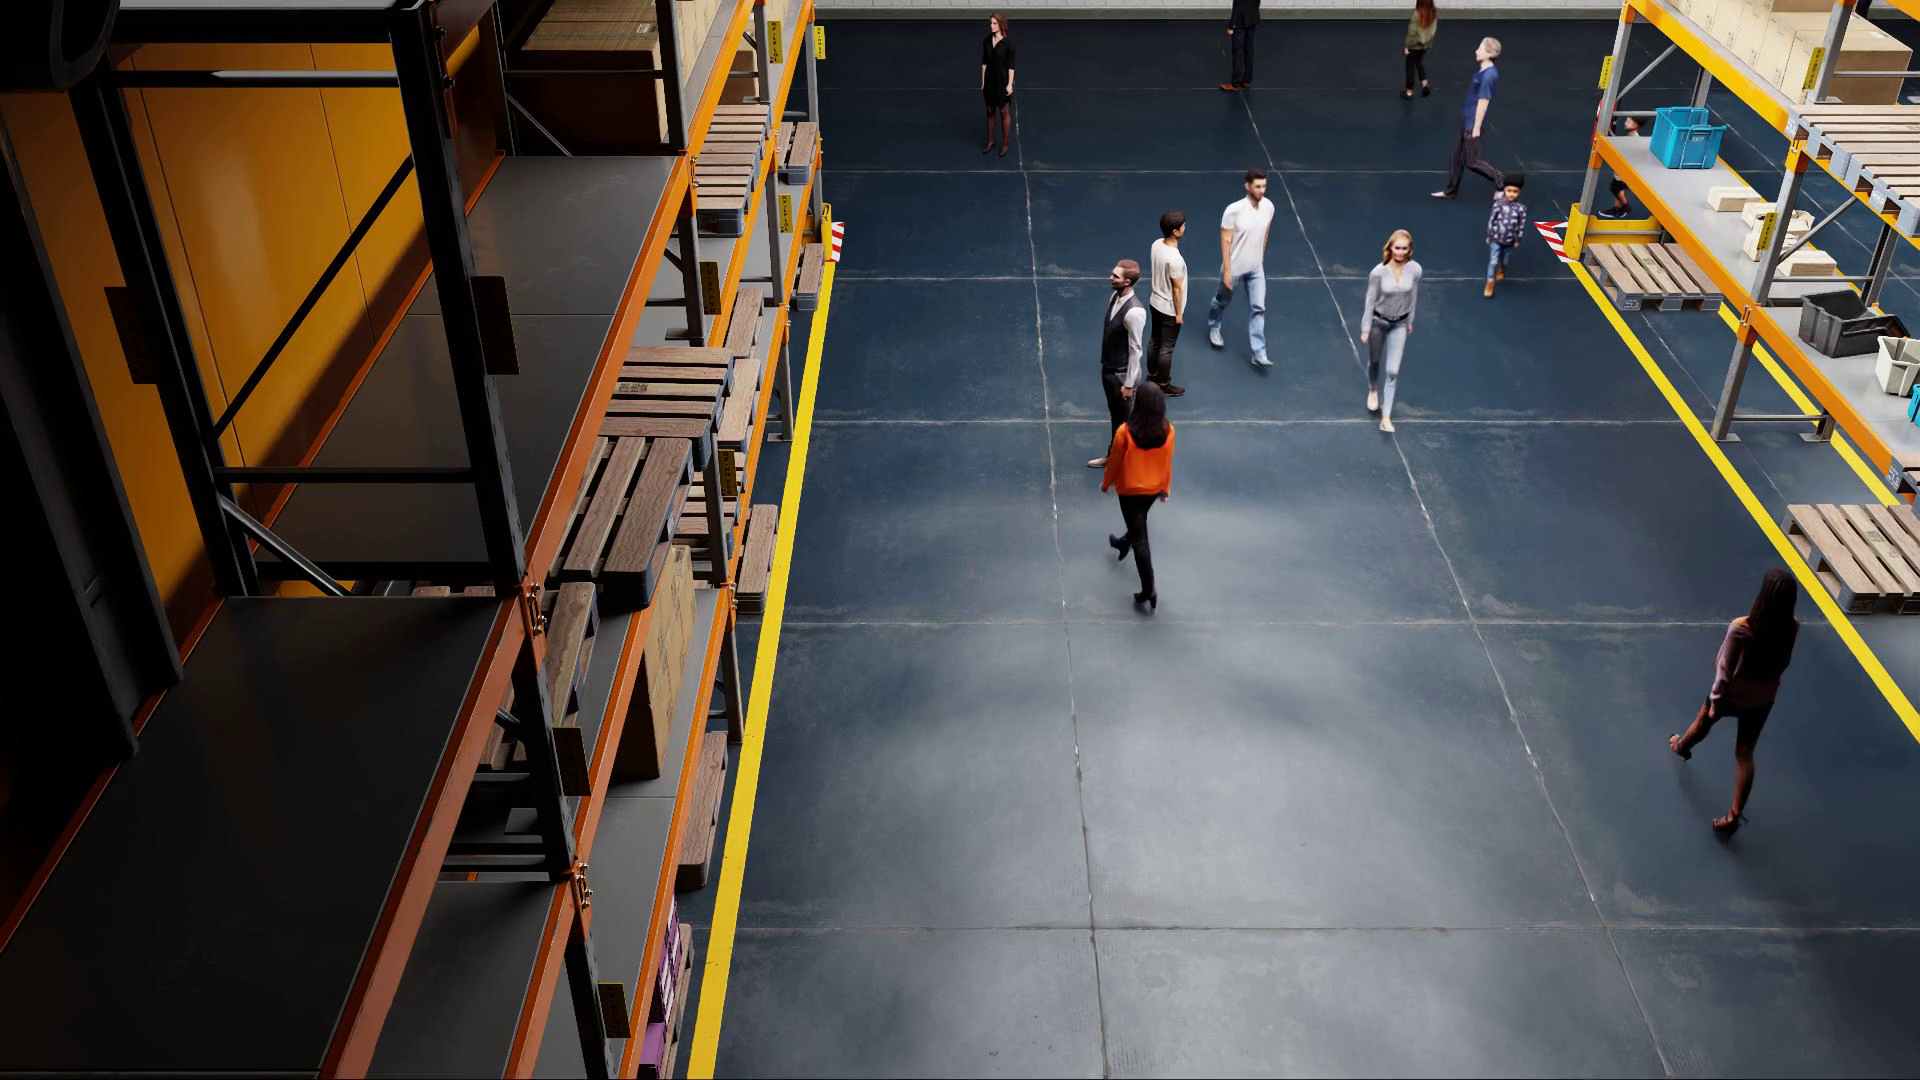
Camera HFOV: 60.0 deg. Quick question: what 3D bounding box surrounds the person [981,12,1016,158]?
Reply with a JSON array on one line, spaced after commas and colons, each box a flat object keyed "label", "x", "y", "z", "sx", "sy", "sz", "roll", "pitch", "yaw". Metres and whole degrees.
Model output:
[{"label": "person", "x": 0.451, "y": -5.412, "z": 19.737, "sx": 0.659, "sy": 1.705, "sz": 0.671, "roll": 20, "pitch": 38, "yaw": 27}]

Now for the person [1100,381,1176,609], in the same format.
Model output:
[{"label": "person", "x": 1.341, "y": -0.297, "z": 12.043, "sx": 0.959, "sy": 1.703, "sz": 1.205, "roll": -15, "pitch": 37, "yaw": -22}]

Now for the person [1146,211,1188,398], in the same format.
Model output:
[{"label": "person", "x": 1.831, "y": -2.111, "z": 14.754, "sx": 0.750, "sy": 1.722, "sz": 0.595, "roll": -11, "pitch": 35, "yaw": -17}]

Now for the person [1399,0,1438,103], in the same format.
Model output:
[{"label": "person", "x": 5.938, "y": -6.345, "z": 21.353, "sx": 0.752, "sy": 1.470, "sz": 0.818, "roll": -17, "pitch": 37, "yaw": -24}]

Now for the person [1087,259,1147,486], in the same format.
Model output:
[{"label": "person", "x": 1.311, "y": -1.374, "z": 13.450, "sx": 0.785, "sy": 1.938, "sz": 0.602, "roll": -9, "pitch": 35, "yaw": -14}]

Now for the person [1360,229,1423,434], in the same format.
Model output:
[{"label": "person", "x": 3.671, "y": -1.867, "z": 14.357, "sx": 0.672, "sy": 1.756, "sz": 1.118, "roll": 2, "pitch": 34, "yaw": 3}]

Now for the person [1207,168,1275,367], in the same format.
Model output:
[{"label": "person", "x": 2.553, "y": -2.547, "z": 15.329, "sx": 0.906, "sy": 1.813, "sz": 1.261, "roll": -9, "pitch": 35, "yaw": -13}]

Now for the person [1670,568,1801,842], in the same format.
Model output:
[{"label": "person", "x": 4.749, "y": 1.036, "z": 9.985, "sx": 0.659, "sy": 1.761, "sz": 1.103, "roll": -2, "pitch": 34, "yaw": -3}]

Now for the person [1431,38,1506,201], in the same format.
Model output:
[{"label": "person", "x": 5.779, "y": -4.602, "z": 18.390, "sx": 0.851, "sy": 1.846, "sz": 1.042, "roll": 6, "pitch": 34, "yaw": 9}]

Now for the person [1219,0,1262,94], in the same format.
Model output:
[{"label": "person", "x": 3.712, "y": -6.775, "z": 21.701, "sx": 0.769, "sy": 1.800, "sz": 0.811, "roll": -26, "pitch": 41, "yaw": -33}]

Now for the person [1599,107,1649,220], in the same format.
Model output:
[{"label": "person", "x": 7.335, "y": -4.095, "z": 18.164, "sx": 0.610, "sy": 1.252, "sz": 0.535, "roll": 7, "pitch": 34, "yaw": 10}]

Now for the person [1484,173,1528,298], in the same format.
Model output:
[{"label": "person", "x": 5.443, "y": -3.071, "z": 16.635, "sx": 0.632, "sy": 1.239, "sz": 0.806, "roll": 11, "pitch": 35, "yaw": 15}]
